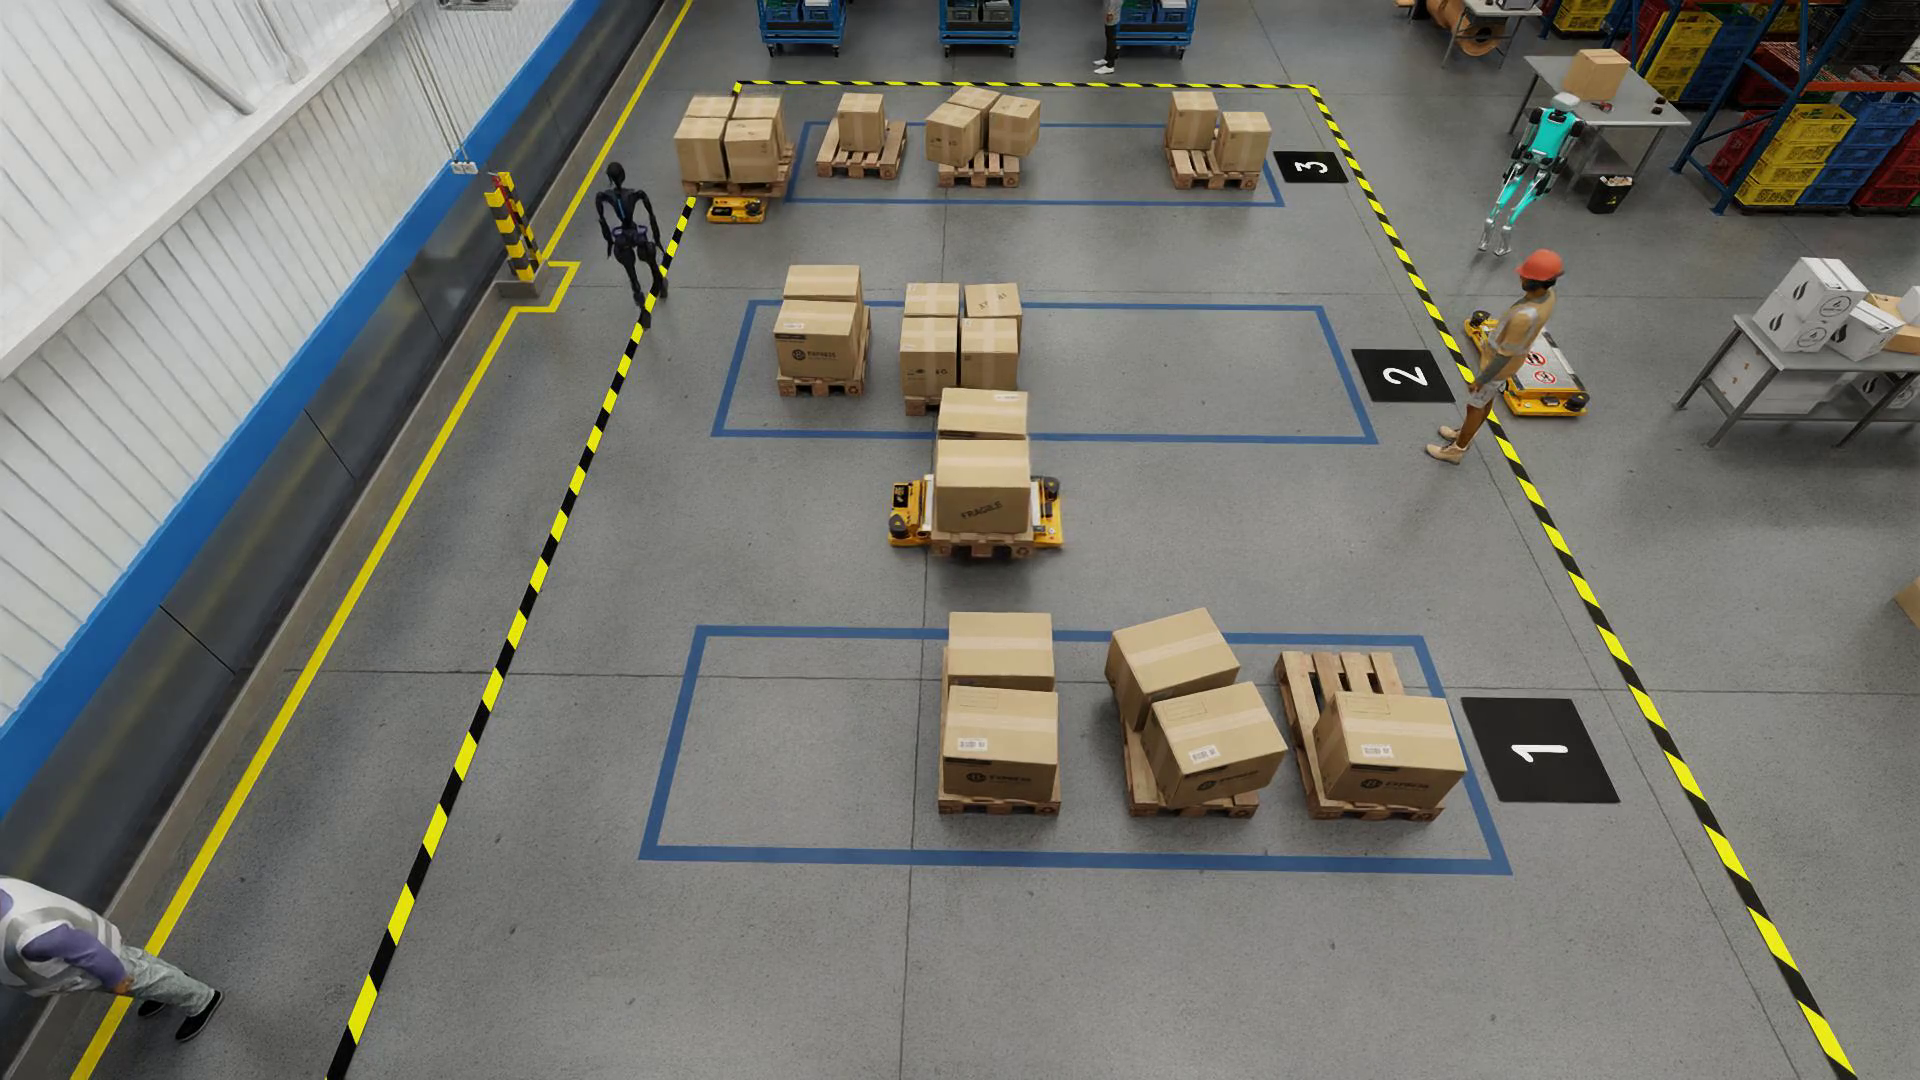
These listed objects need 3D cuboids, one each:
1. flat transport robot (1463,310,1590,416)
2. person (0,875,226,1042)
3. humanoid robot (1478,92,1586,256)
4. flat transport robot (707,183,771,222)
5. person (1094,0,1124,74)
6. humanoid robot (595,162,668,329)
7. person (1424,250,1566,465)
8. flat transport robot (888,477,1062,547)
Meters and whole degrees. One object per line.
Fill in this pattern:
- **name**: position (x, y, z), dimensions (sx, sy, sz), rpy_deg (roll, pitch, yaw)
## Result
- **flat transport robot**: position (5.573, -1.757, 9.054), dimensions (0.659, 0.231, 1.431), rpy_deg (1, 49, 1)
- **person**: position (-4.495, 2.125, 4.659), dimensions (0.602, 1.830, 0.404), rpy_deg (20, 52, 16)
- **humanoid robot**: position (5.993, -3.816, 9.776), dimensions (0.735, 1.677, 0.533), rpy_deg (-36, 58, -27)
- **flat transport robot**: position (-2.669, -4.382, 11.307), dimensions (0.652, 0.197, 1.431), rpy_deg (1, 49, 1)
- **person**: position (2.146, -7.703, 13.153), dimensions (0.399, 1.851, 0.592), rpy_deg (5, 49, 5)
- **humanoid robot**: position (-3.304, -3.018, 9.247), dimensions (0.585, 1.623, 0.788), rpy_deg (-7, 49, -6)
- **person**: position (4.462, -1.482, 7.651), dimensions (0.388, 2.033, 0.604), rpy_deg (36, 58, 27)
- **flat transport robot**: position (0.131, -0.253, 7.734), dimensions (1.431, 0.197, 0.652), rpy_deg (1, 49, 1)
